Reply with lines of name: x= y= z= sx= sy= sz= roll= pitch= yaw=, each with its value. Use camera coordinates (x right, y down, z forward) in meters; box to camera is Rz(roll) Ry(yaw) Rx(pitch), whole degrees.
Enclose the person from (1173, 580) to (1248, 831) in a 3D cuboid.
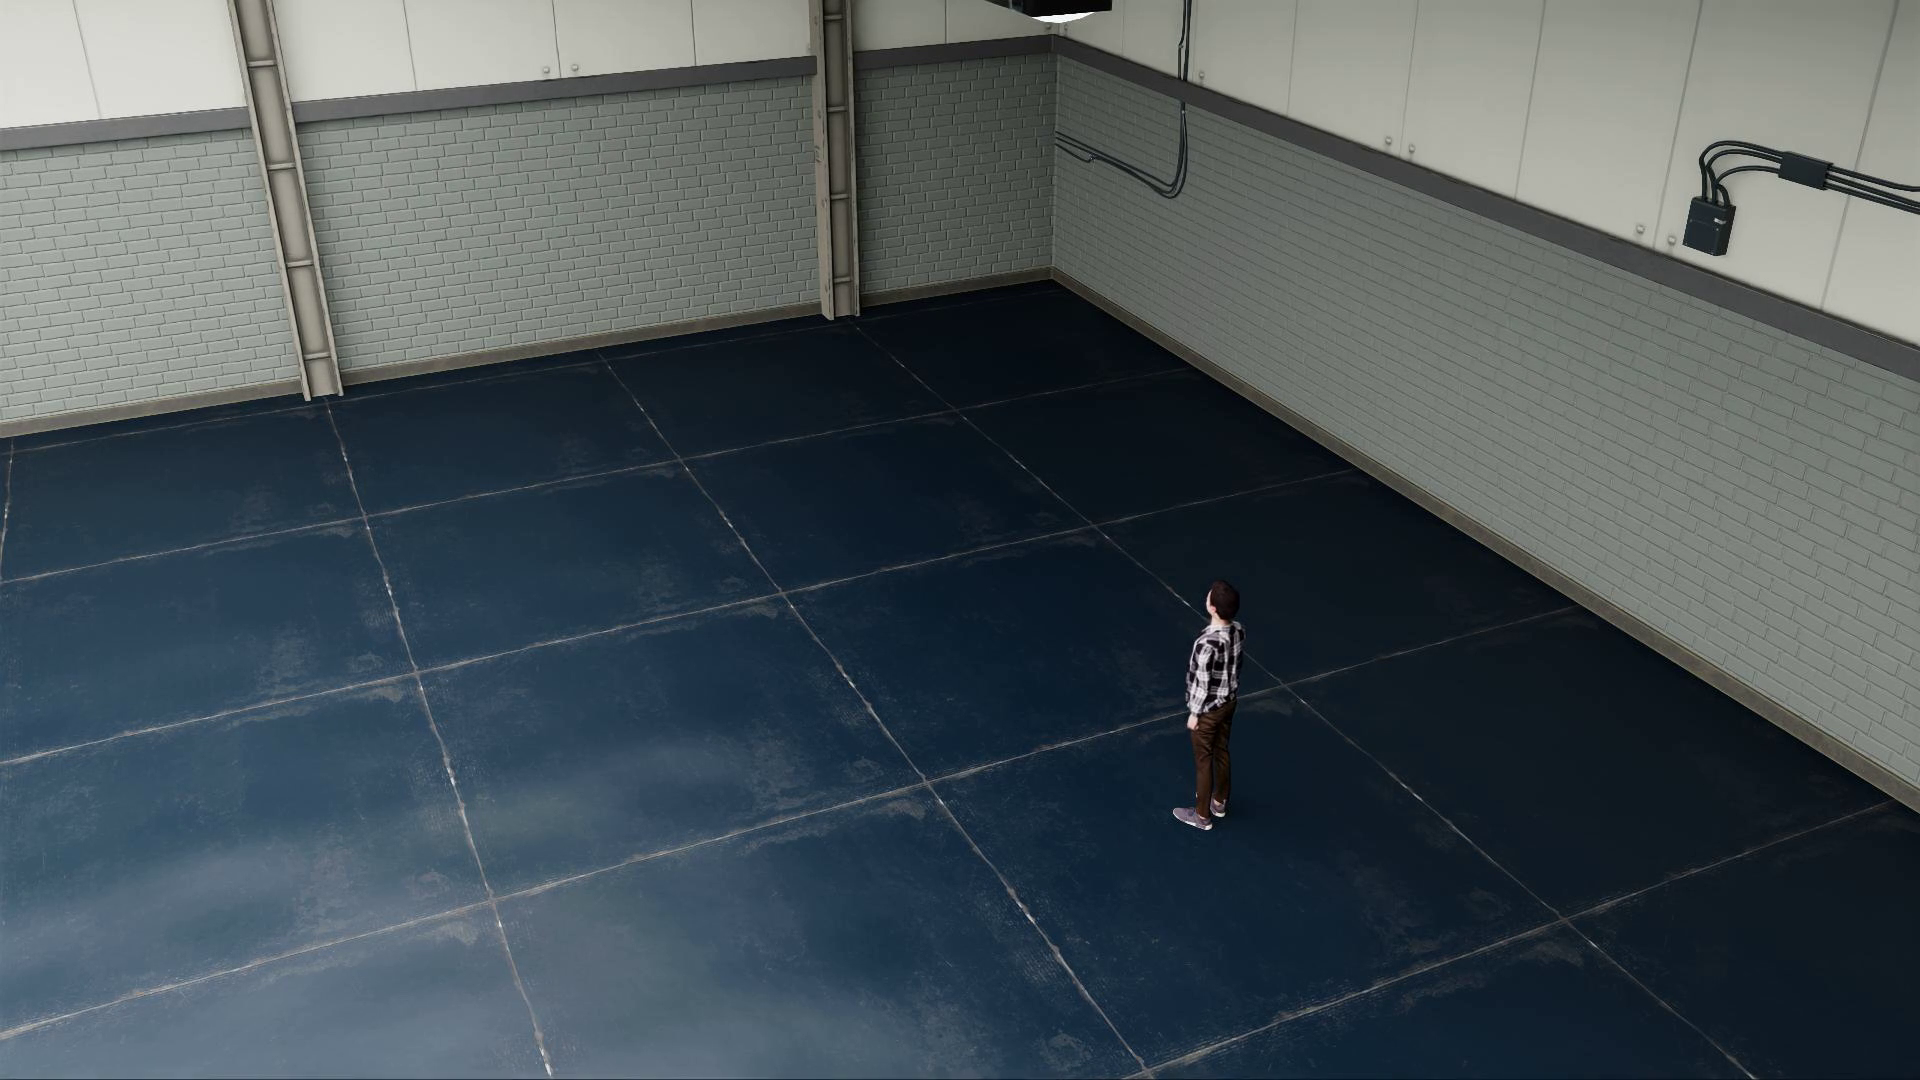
person: x=1.656 y=1.067 z=10.851 sx=0.758 sy=1.809 sz=0.601 roll=24 pitch=35 yaw=38
